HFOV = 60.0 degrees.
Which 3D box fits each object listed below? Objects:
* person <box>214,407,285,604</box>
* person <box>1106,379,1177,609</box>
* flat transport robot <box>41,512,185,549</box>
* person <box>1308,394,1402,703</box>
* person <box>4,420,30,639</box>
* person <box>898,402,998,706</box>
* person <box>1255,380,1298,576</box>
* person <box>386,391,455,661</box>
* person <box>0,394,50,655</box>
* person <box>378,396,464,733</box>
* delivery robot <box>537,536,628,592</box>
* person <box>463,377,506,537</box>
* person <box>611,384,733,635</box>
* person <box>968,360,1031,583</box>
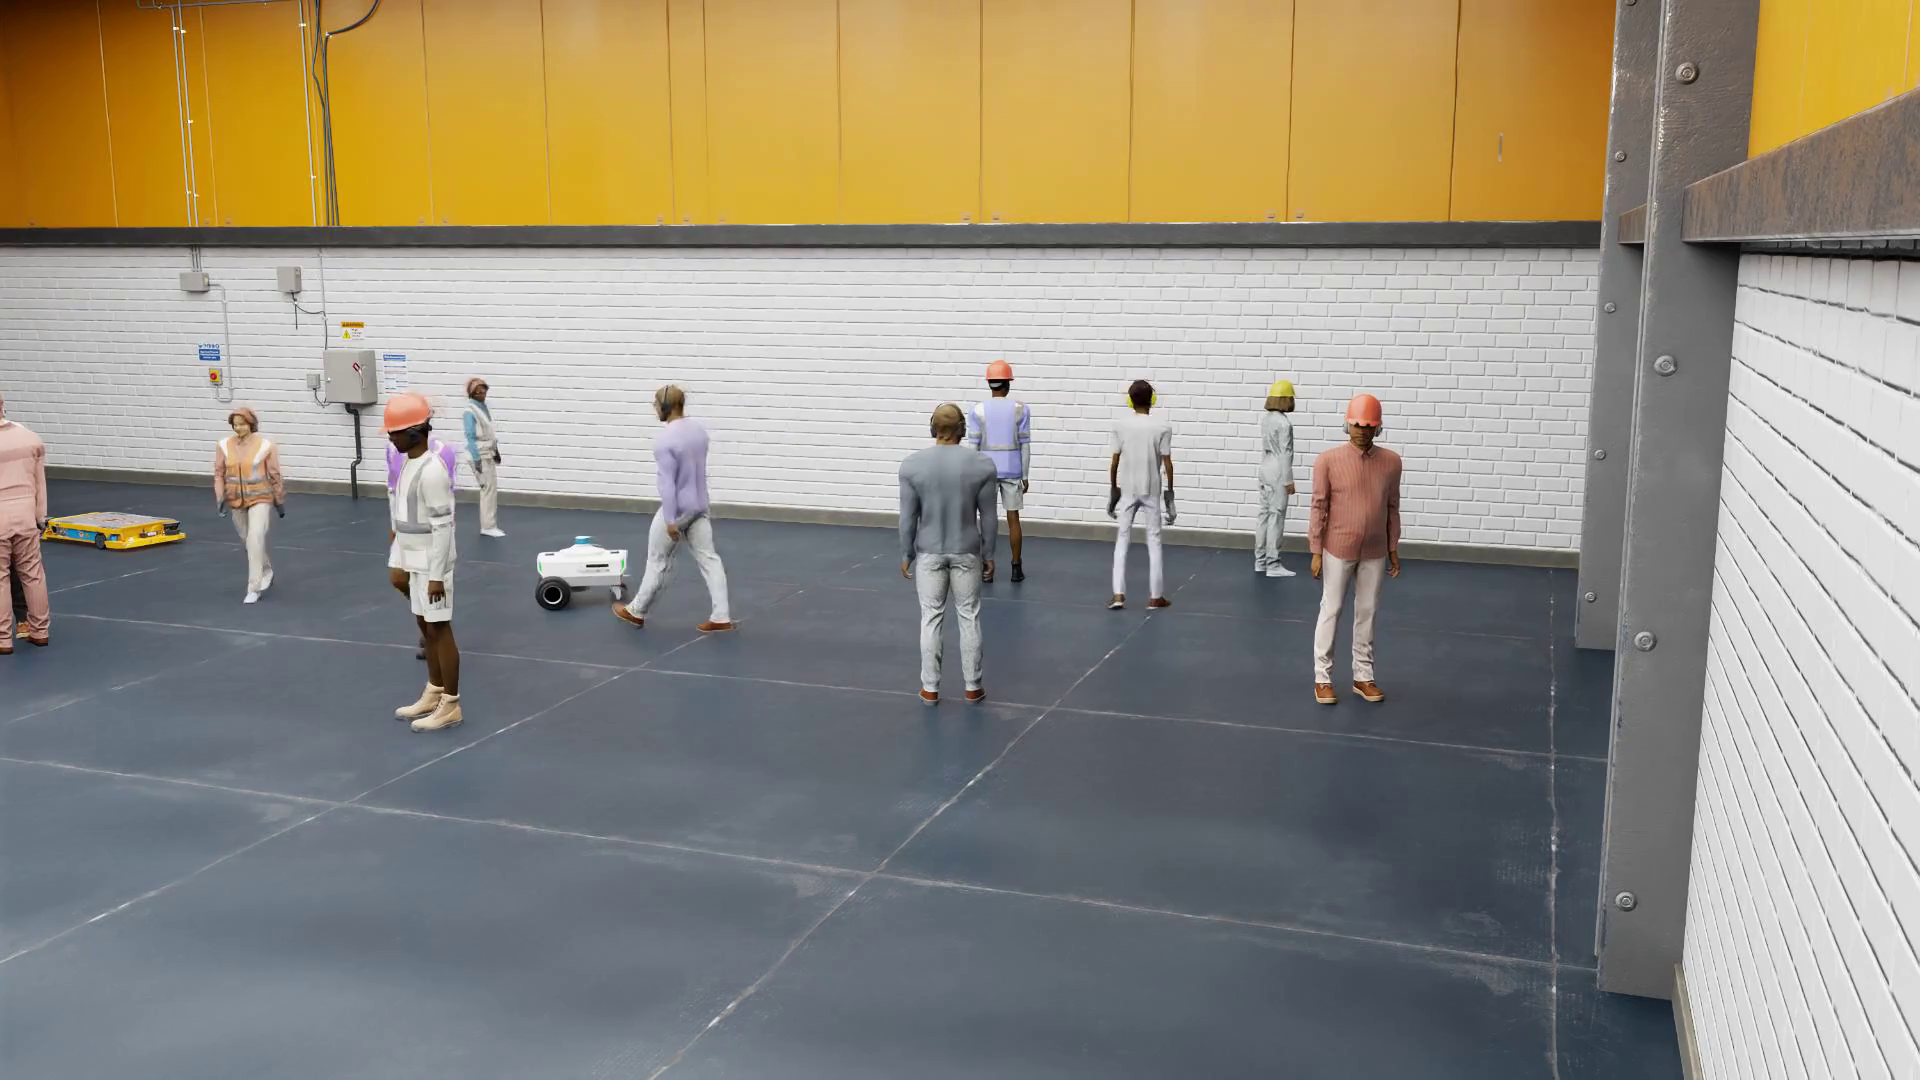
[{"bbox_3d":[-5.897,-0.322,13.870,0.497,1.596,0.814,0,10,3],"label":"person"},{"bbox_3d":[1.453,-0.346,13.325,0.593,1.855,0.464,3,10,16],"label":"person"},{"bbox_3d":[-8.405,-0.108,16.411,1.431,0.197,0.652,5,11,28],"label":"flat transport robot"},{"bbox_3d":[2.531,0.059,10.620,0.623,1.990,0.390,-2,10,-11],"label":"person"},{"bbox_3d":[-7.166,-0.226,12.268,0.607,1.987,0.414,-6,12,-31],"label":"person"},{"bbox_3d":[-0.074,0.095,10.578,0.630,1.936,0.366,0,10,-1],"label":"person"},{"bbox_3d":[2.828,-0.549,14.779,0.317,1.742,0.488,-2,10,-12],"label":"person"},{"bbox_3d":[-3.798,-0.097,11.703,0.576,1.917,0.471,3,11,18],"label":"person"},{"bbox_3d":[-6.886,-0.129,11.942,0.407,1.904,0.639,6,12,29],"label":"person"},{"bbox_3d":[-3.251,0.144,10.035,0.404,2.033,0.608,-6,12,-30],"label":"person"},{"bbox_3d":[-3.070,0.212,13.543,0.707,0.478,0.477,-2,10,-10],"label":"delivery robot"},{"bbox_3d":[-4.773,-0.825,16.648,0.369,1.613,0.552,1,10,5],"label":"person"},{"bbox_3d":[-2.159,-0.226,12.527,1.020,1.884,0.655,5,11,27],"label":"person"},{"bbox_3d":[0.337,-0.589,14.437,0.547,1.934,0.376,0,10,-1],"label":"person"}]
